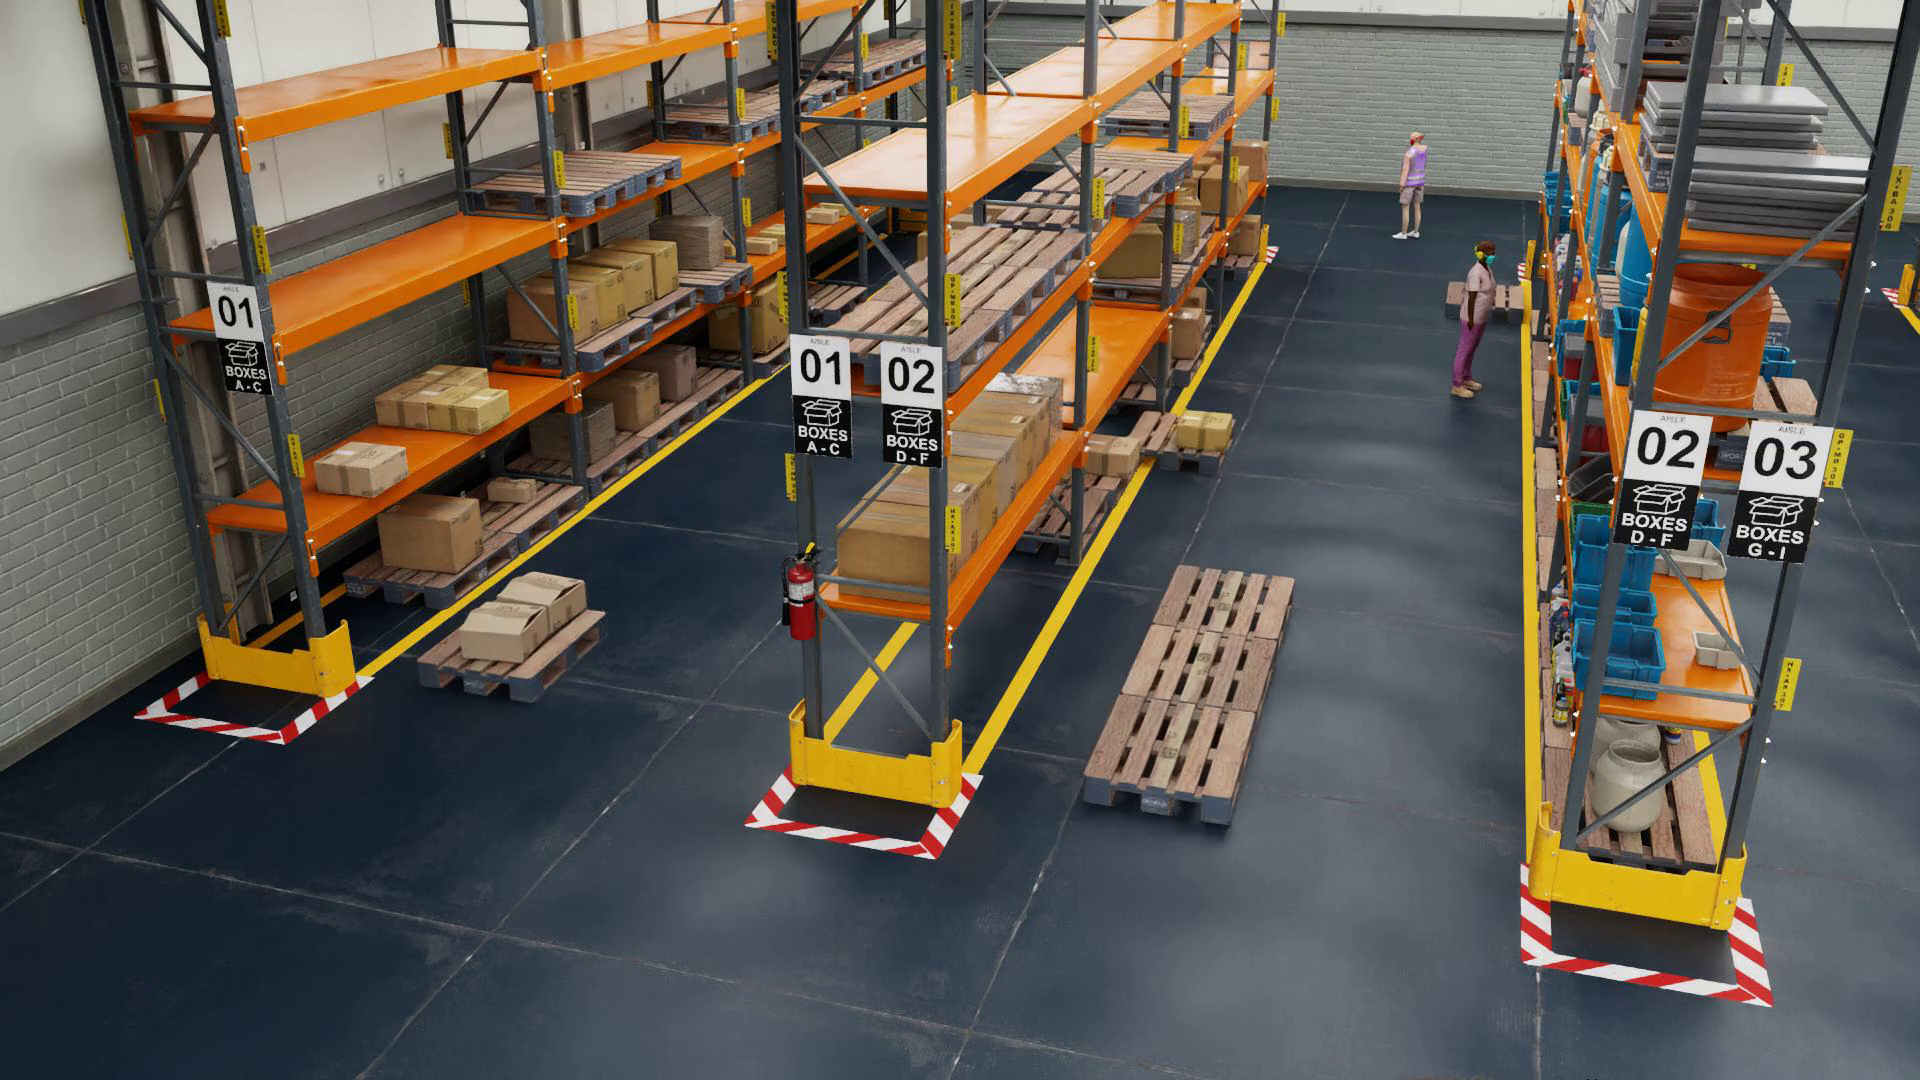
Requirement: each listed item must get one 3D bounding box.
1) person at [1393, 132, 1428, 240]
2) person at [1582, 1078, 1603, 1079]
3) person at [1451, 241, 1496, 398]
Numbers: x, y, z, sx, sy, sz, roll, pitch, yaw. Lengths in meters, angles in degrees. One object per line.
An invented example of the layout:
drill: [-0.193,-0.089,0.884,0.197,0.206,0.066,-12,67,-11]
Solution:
person: [7.183,-5.622,26.419,0.491,1.688,0.348,-13,27,-28]
person: [2.304,2.873,6.562,0.911,1.808,0.614,3,24,7]
person: [5.951,-2.561,19.176,0.331,1.799,0.536,15,27,30]
